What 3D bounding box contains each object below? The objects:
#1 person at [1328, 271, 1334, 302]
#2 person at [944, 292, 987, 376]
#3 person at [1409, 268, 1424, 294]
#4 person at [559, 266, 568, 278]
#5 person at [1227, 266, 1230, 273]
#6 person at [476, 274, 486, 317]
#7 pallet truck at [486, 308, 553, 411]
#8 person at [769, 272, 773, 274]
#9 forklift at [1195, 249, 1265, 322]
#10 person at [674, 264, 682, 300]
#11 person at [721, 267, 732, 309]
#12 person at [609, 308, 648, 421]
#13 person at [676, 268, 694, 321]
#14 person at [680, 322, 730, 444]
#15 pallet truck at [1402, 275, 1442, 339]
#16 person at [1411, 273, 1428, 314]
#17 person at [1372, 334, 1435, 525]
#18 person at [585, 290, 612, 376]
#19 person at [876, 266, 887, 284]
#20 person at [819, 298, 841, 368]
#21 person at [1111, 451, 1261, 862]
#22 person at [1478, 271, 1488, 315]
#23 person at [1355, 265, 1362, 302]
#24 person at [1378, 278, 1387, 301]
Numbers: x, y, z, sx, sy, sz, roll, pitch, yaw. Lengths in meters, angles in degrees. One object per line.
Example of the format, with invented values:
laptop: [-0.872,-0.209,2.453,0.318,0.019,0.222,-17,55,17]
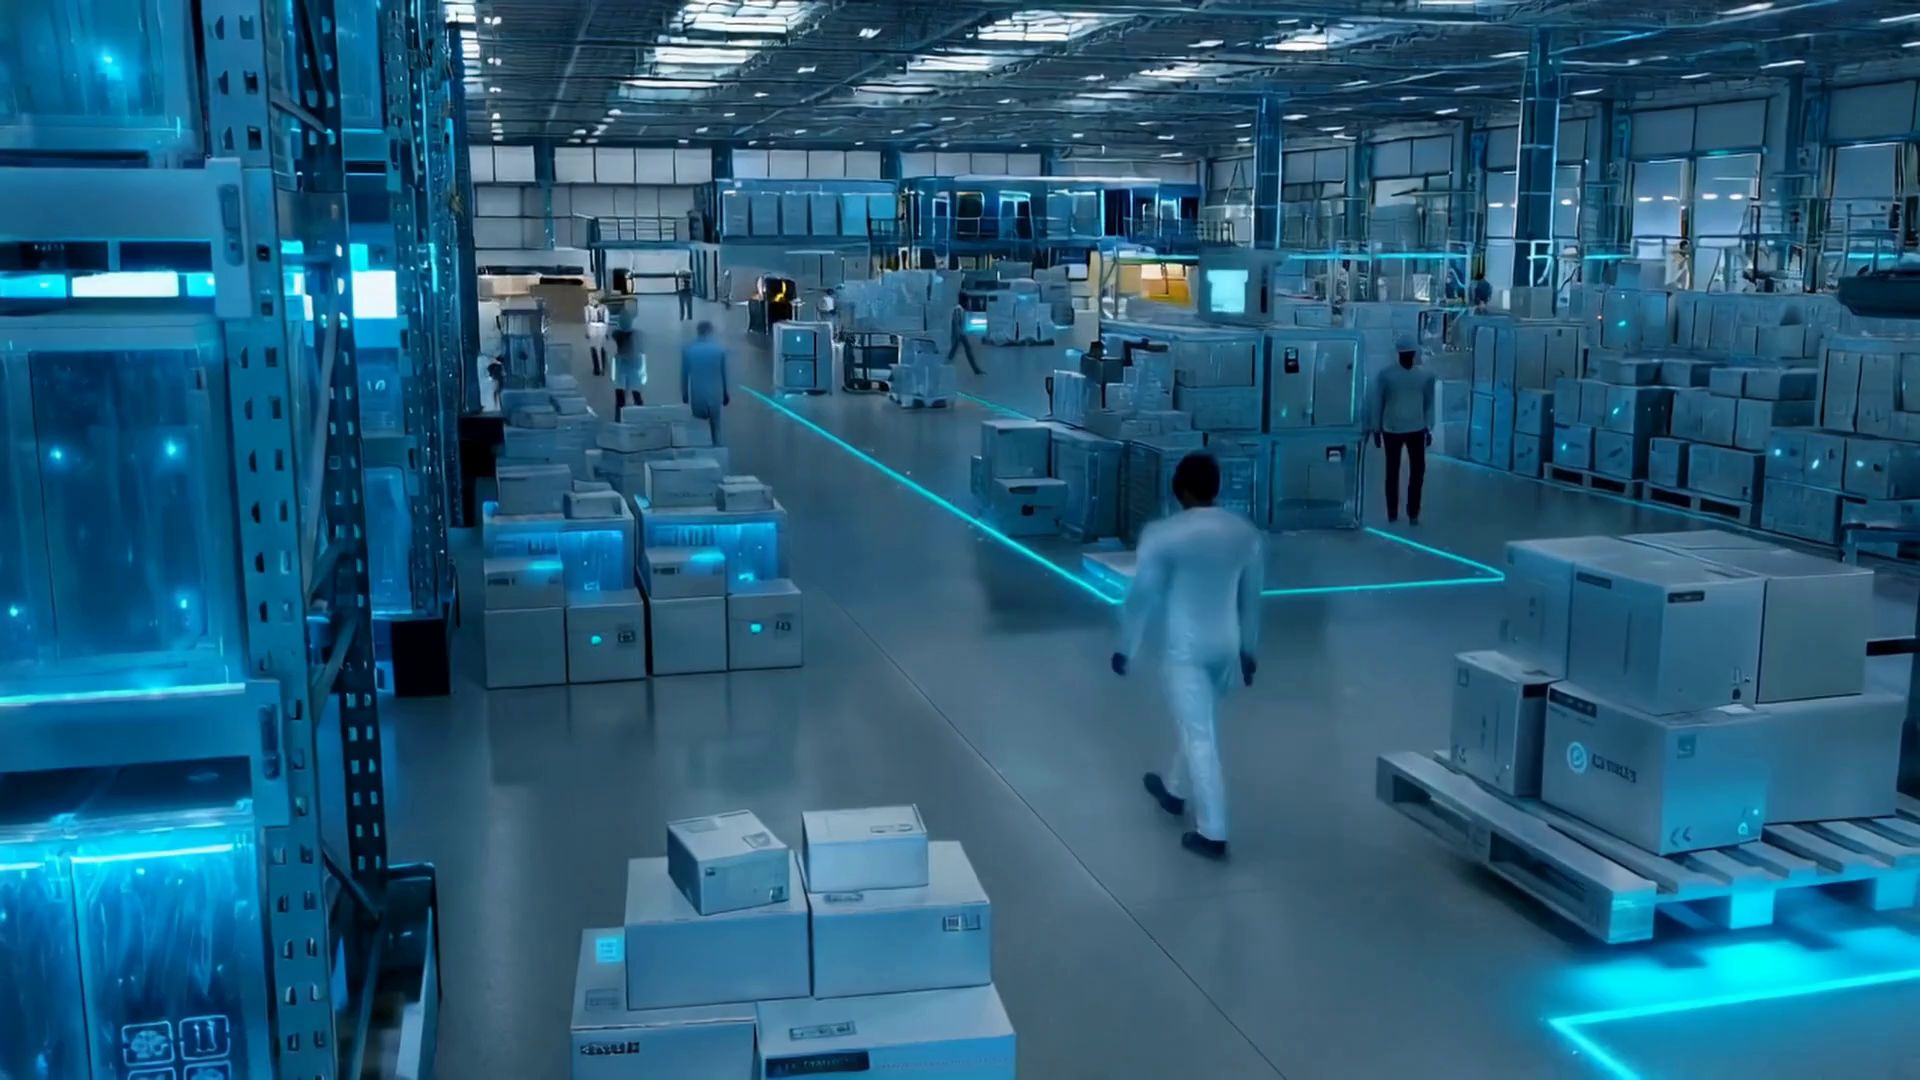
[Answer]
person: [18.356,-12.475,82.238,0.527,1.668,0.811,-6,12,-32]
person: [0.048,-4.526,36.691,1.019,1.863,0.612,3,10,17]
person: [20.235,-11.085,73.709,0.586,1.902,0.855,2,10,11]
person: [-20.409,-13.211,85.844,0.604,1.864,0.422,8,13,37]
person: [15.860,-15.422,98.295,0.606,1.909,0.905,1,10,5]
person: [-19.542,-9.916,67.535,0.520,1.742,0.551,-1,10,-4]
pallet truck: [-6.242,-2.418,24.362,0.823,1.965,1.885,1,10,3]
person: [-7.212,-9.316,63.770,0.645,1.883,1.050,2,10,10]
forklift: [3.850,-2.790,23.972,1.129,2.768,1.873,6,12,30]
person: [-15.175,-13.932,89.764,0.362,1.927,0.587,7,12,33]
person: [-10.768,-11.627,76.737,0.553,1.922,0.724,-5,11,-28]
person: [-5.161,-2.657,25.958,0.619,1.920,0.994,1,10,6]
person: [-10.643,-9.512,64.411,0.688,2.000,0.536,-3,10,-16]
person: [-3.428,-1.996,22.410,0.643,1.877,0.978,-3,10,-17]
pallet truck: [14.620,-7.324,52.145,0.823,1.965,1.885,8,13,40]
person: [17.655,-9.317,63.872,0.634,1.842,0.429,5,11,24]
person: [4.586,-1.133,17.165,0.648,1.963,0.746,1,10,4]
person: [-7.991,-4.557,36.757,0.675,1.895,0.565,1,10,8]
person: [-3.338,-10.820,71.819,0.614,2.038,0.396,-4,11,-22]
person: [-3.068,-4.916,39.442,0.540,1.678,0.702,2,10,9]
person: [1.068,0.519,8.040,0.656,1.893,0.985,-5,11,-27]
person: [18.828,-8.698,59.998,0.435,1.981,0.629,9,13,41]
person: [18.793,-12.021,78.828,0.507,1.972,0.637,7,12,34]
person: [13.829,-7.644,54.380,0.581,1.849,0.533,5,11,28]
